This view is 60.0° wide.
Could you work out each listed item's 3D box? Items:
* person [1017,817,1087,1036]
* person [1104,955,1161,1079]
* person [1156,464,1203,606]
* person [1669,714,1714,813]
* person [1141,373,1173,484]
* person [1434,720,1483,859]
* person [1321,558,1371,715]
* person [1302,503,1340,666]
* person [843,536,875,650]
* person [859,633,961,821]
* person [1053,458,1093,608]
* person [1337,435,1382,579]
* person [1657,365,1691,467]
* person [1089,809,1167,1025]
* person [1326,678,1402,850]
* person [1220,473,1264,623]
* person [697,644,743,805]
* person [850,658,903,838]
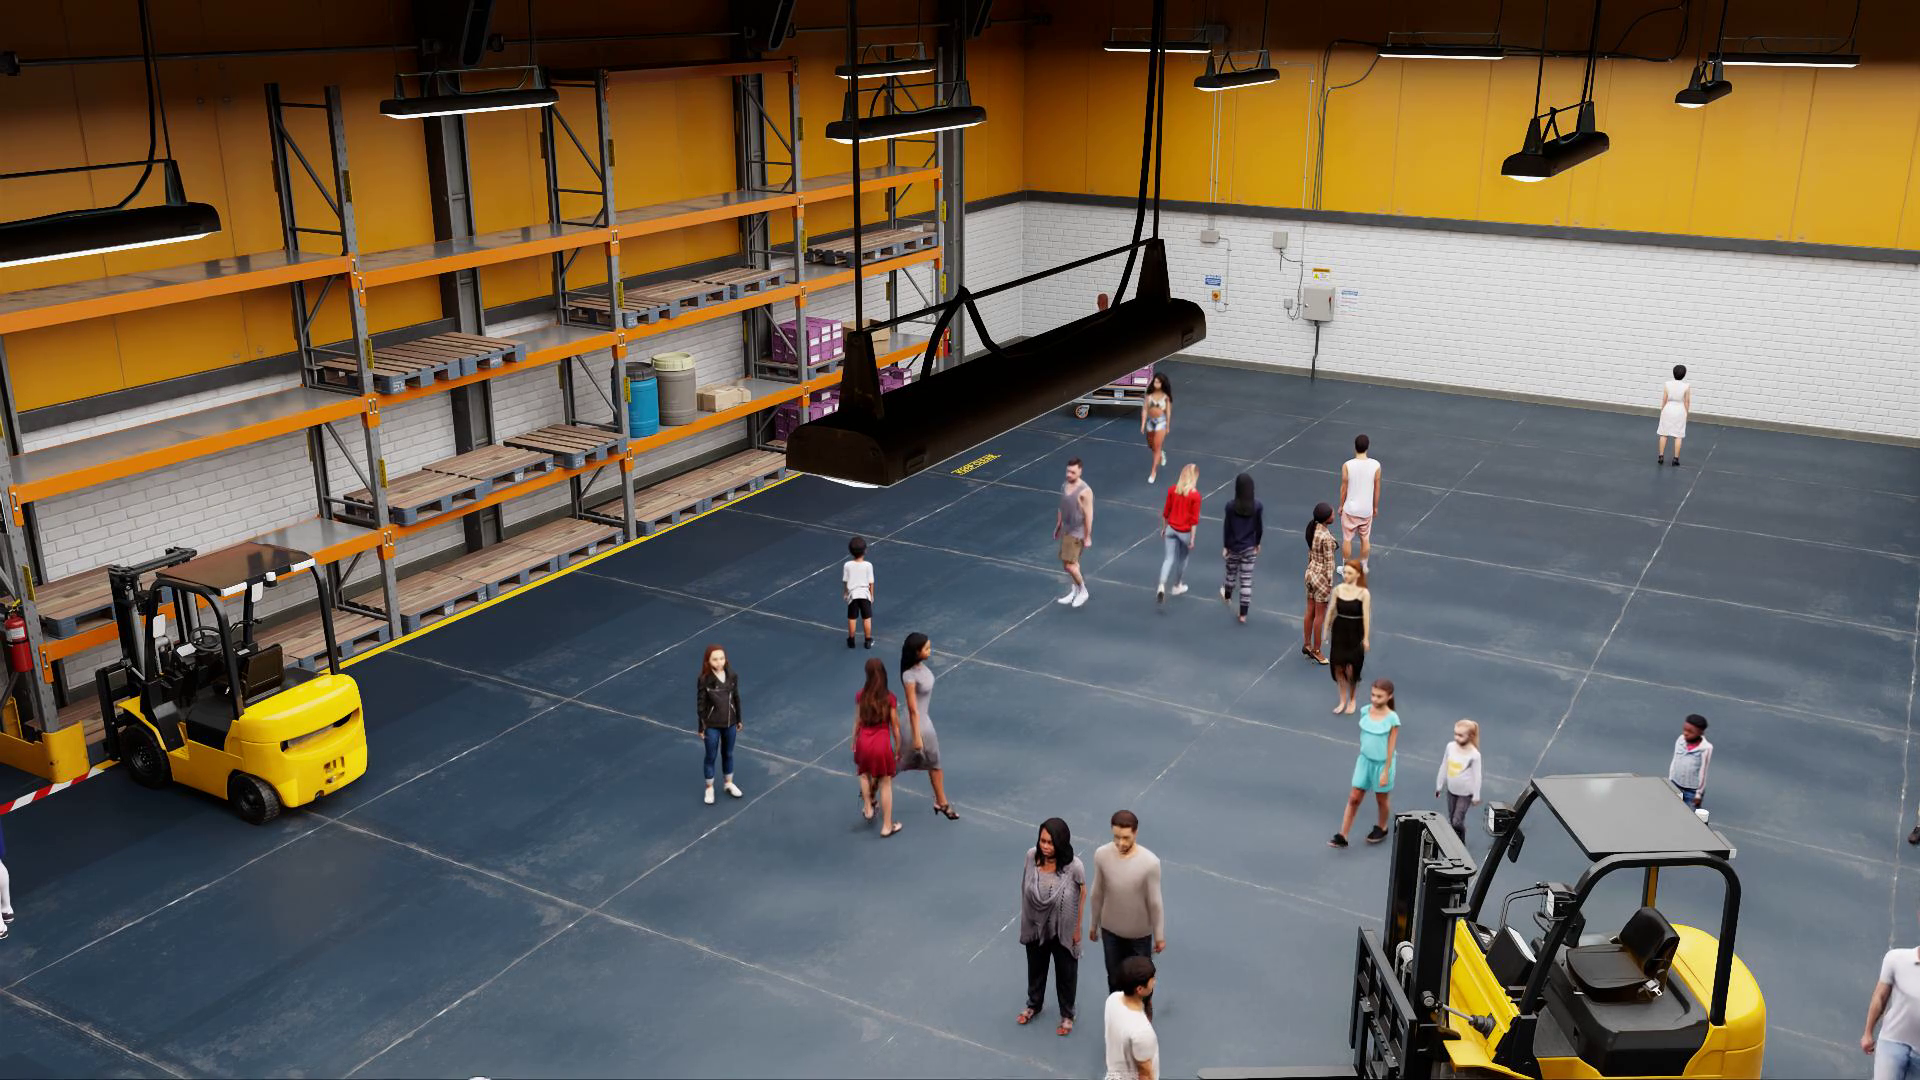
[{"bbox_3d":[0.646,2.647,11.575,0.640,1.611,0.661,9,20,24],"label":"person"},{"bbox_3d":[0.941,3.221,9.739,1.120,1.694,1.059,-4,19,-13],"label":"person"},{"bbox_3d":[2.543,-0.037,19.461,0.713,1.664,1.071,11,22,30],"label":"person"},{"bbox_3d":[6.115,2.037,13.940,0.613,1.258,0.569,-10,21,-28],"label":"person"},{"bbox_3d":[2.906,-1.671,24.412,0.565,1.600,0.984,9,21,26],"label":"person"},{"bbox_3d":[4.202,2.066,13.837,0.619,1.268,0.577,-11,22,-30],"label":"person"},{"bbox_3d":[3.917,0.943,16.625,0.621,1.617,0.611,13,22,33],"label":"person"},{"bbox_3d":[3.841,0.456,17.792,0.736,1.795,0.678,-5,19,-15],"label":"person"},{"bbox_3d":[-1.111,0.579,18.278,0.559,1.253,0.584,1,19,3],"label":"person"},{"bbox_3d":[-0.499,1.648,14.346,0.887,1.736,1.135,4,19,12],"label":"person"},{"bbox_3d":[1.403,-0.104,19.176,0.829,1.826,0.787,-7,20,-20],"label":"person"},{"bbox_3d":[4.875,-0.409,20.369,0.728,1.789,0.730,1,19,2],"label":"person"},{"bbox_3d":[10.797,-1.891,25.136,0.551,1.556,0.511,11,22,30],"label":"person"},{"bbox_3d":[1.160,2.612,11.309,0.739,1.846,0.850,8,20,22],"label":"person"},{"bbox_3d":[3.554,1.869,14.008,1.001,1.532,0.719,-17,25,-40],"label":"person"},{"bbox_3d":[3.230,0.117,18.959,0.986,1.692,1.147,-1,19,-3],"label":"person"},{"bbox_3d":[-2.150,1.612,14.848,0.584,1.483,0.697,-11,21,-29],"label":"person"},{"bbox_3d":[-0.754,1.785,14.273,0.752,1.522,0.822,5,19,14],"label":"person"}]
